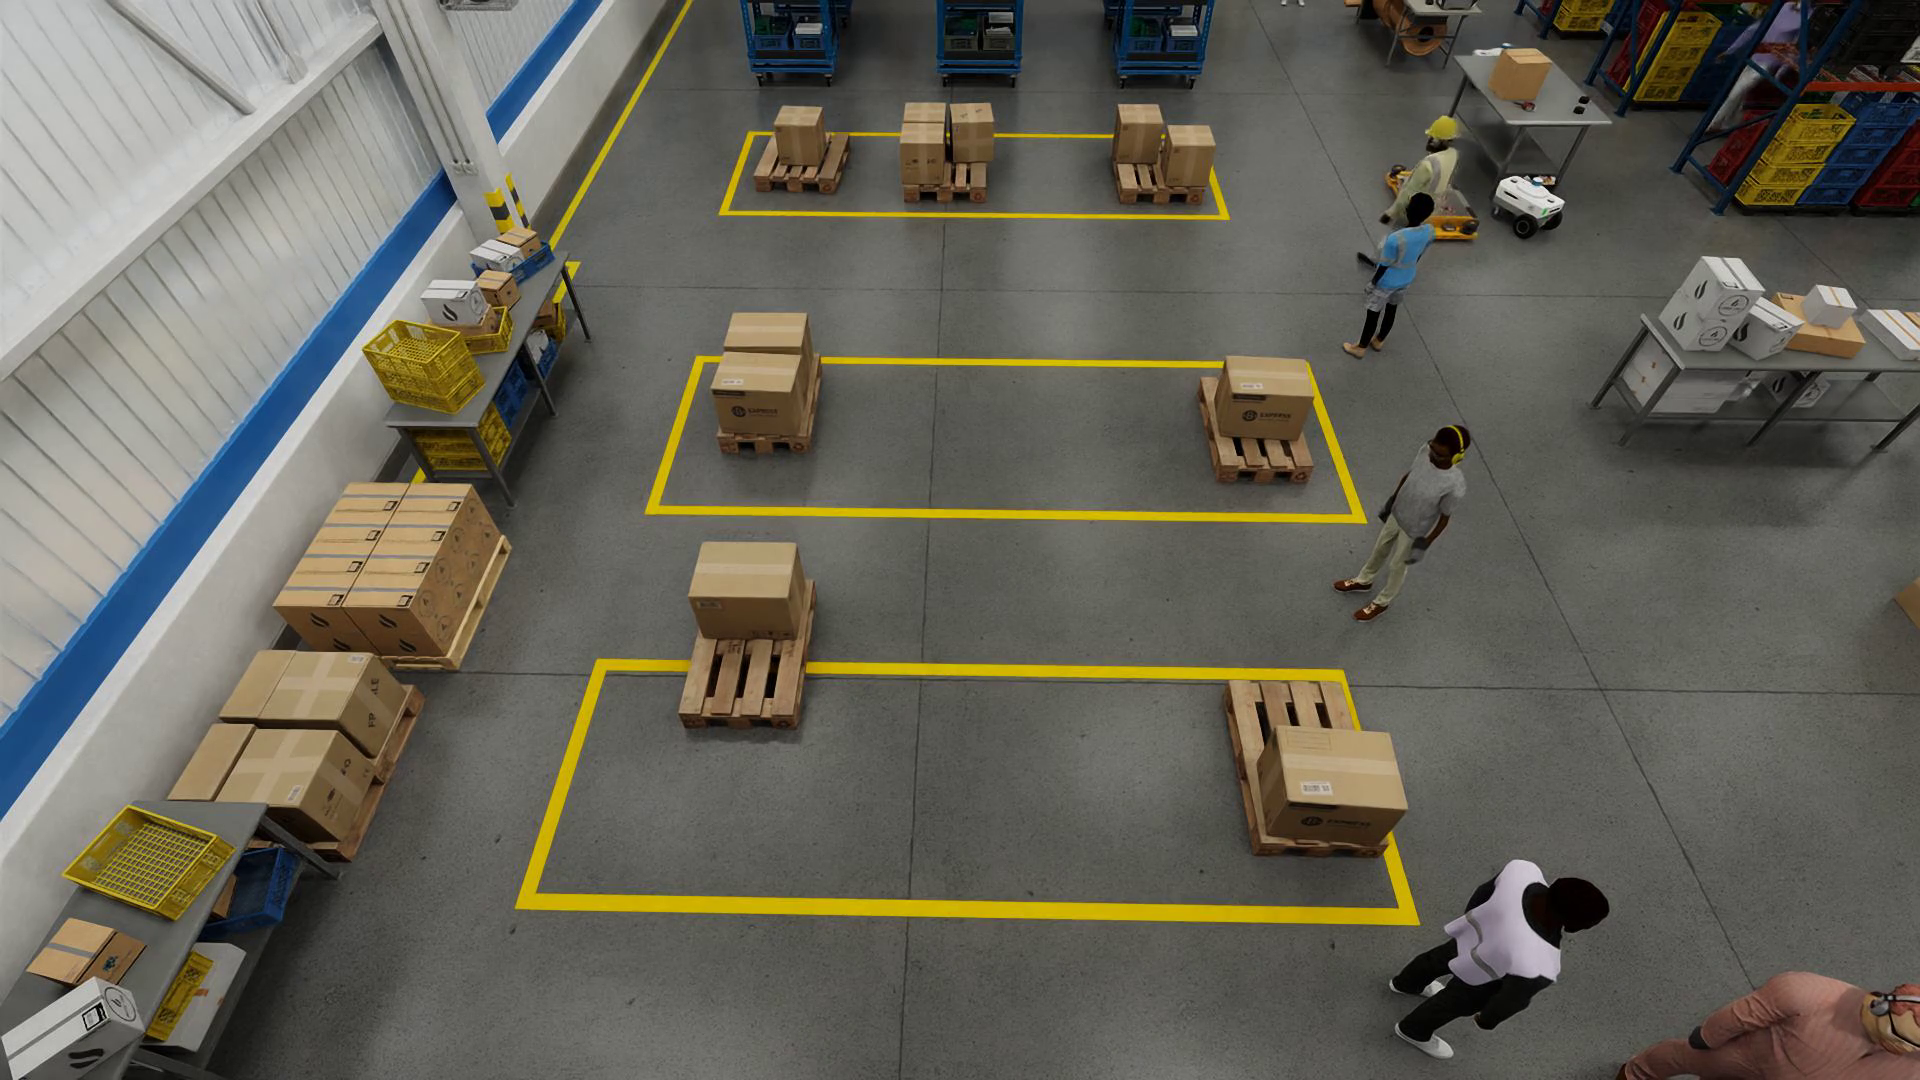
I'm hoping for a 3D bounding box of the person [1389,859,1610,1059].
[{"bbox_3d":[2.629,2.113,4.604,0.380,1.918,0.596,10,50,8],"label":"person"}]

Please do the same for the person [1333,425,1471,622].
[{"bbox_3d":[3.190,-0.106,6.562,0.329,1.864,0.514,-10,50,-9],"label":"person"}]

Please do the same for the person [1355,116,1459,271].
[{"bbox_3d":[4.617,-3.508,9.541,0.617,1.804,0.747,-36,58,-27],"label":"person"}]

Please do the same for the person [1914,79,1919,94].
[{"bbox_3d":[13.913,-7.030,12.541,0.575,1.884,0.355,23,53,19],"label":"person"}]

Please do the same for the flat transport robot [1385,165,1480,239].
[{"bbox_3d":[5.692,-4.094,11.059,0.652,0.197,1.431,1,49,1],"label":"flat transport robot"}]

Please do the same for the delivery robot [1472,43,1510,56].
[{"bbox_3d":[7.797,-6.919,13.258,0.707,0.478,0.477,5,49,4],"label":"delivery robot"}]

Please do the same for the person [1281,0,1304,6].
[{"bbox_3d":[5.669,-9.648,14.967,0.517,1.636,0.313,5,49,4],"label":"person"}]

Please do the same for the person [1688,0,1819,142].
[{"bbox_3d":[10.122,-6.100,11.728,0.656,1.893,0.737,-5,49,-4],"label":"person"}]

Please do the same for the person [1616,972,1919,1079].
[{"bbox_3d":[3.835,2.466,4.307,0.638,1.910,0.407,21,52,17],"label":"person"}]

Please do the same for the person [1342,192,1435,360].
[{"bbox_3d":[4.113,-2.490,8.734,0.533,1.697,0.318,-20,52,-17],"label":"person"}]

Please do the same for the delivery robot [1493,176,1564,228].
[{"bbox_3d":[6.650,-3.994,10.726,0.477,0.478,0.707,-22,53,-18],"label":"delivery robot"}]
